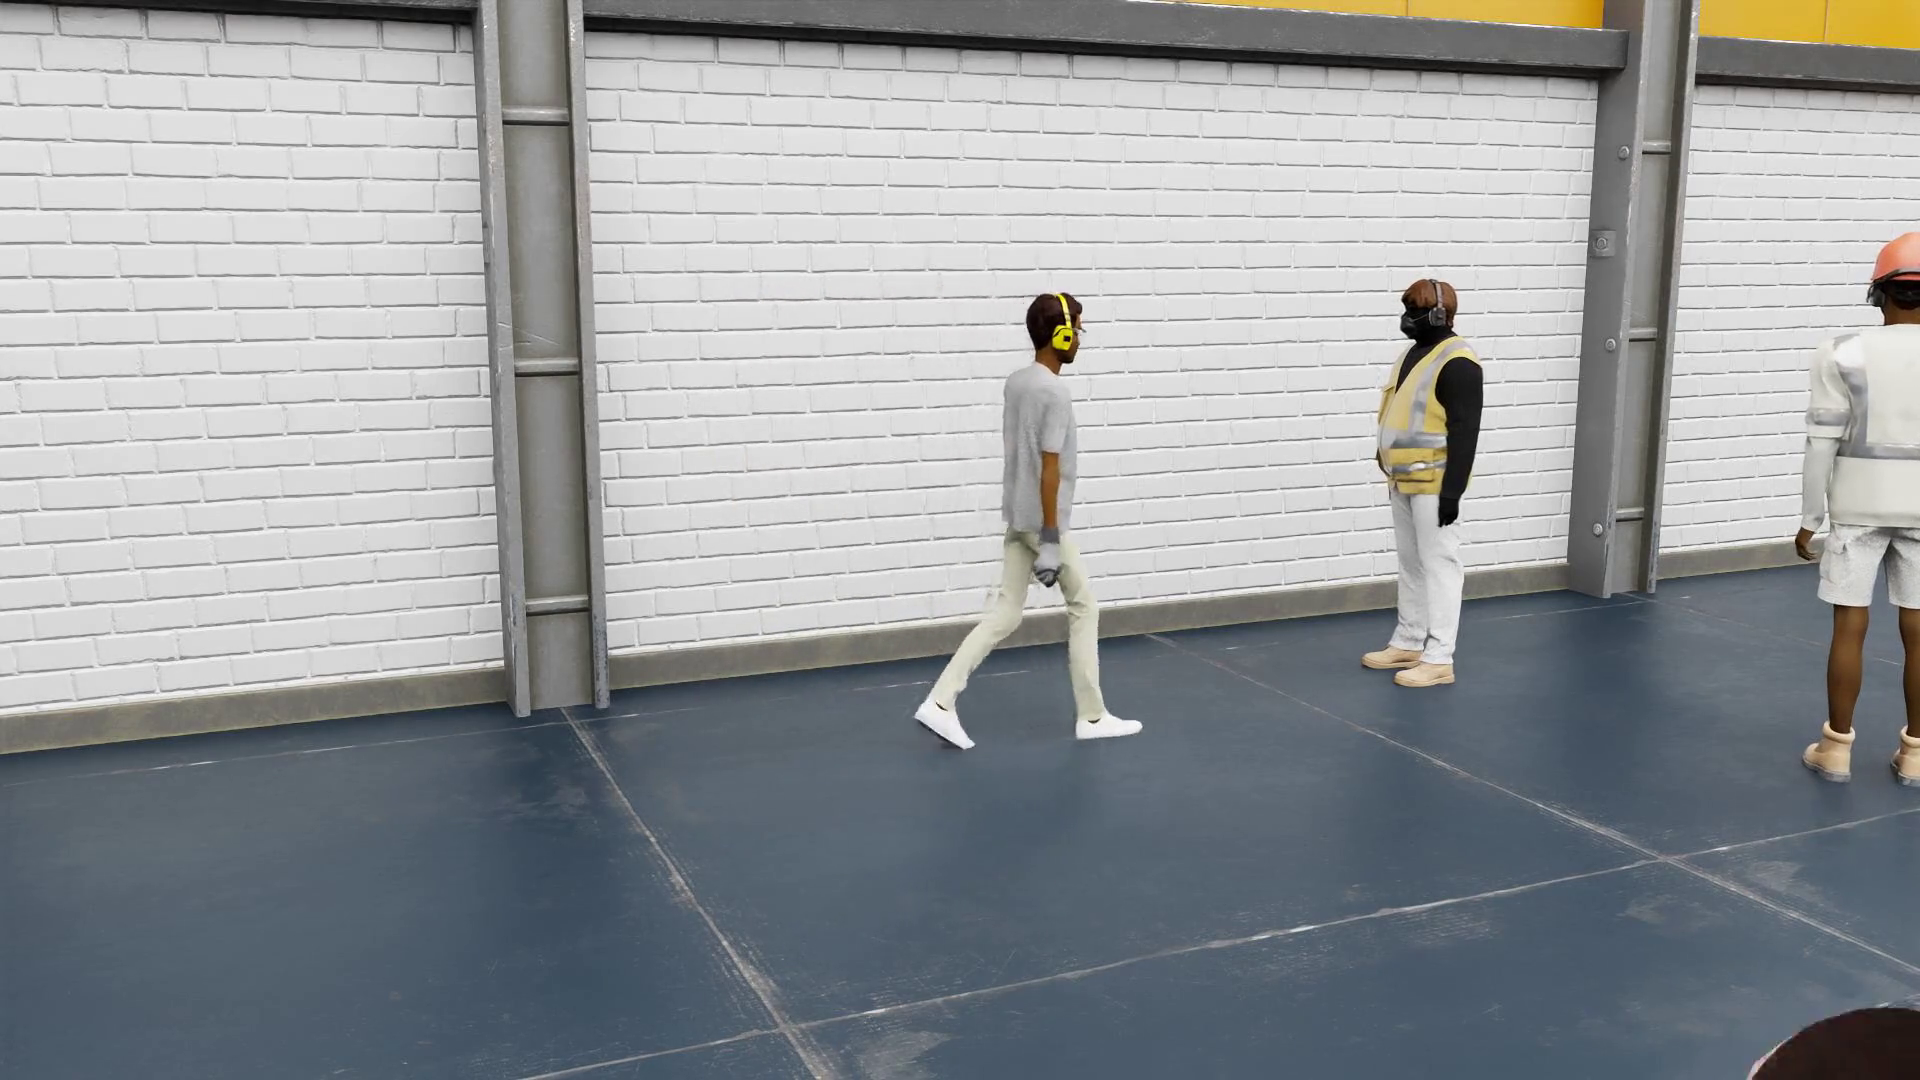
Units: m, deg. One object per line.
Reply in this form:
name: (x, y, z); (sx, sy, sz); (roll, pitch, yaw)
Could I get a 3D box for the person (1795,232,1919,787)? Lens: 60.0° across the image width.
person: (3.431, -0.105, 6.174); (0.609, 2.043, 0.397); (3, 11, 16)

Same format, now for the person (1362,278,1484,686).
person: (2.112, -0.259, 7.576); (0.430, 1.845, 0.624); (-2, 10, -8)

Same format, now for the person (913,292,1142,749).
person: (0.259, -0.063, 6.579); (0.937, 1.826, 0.533); (-5, 11, -25)
